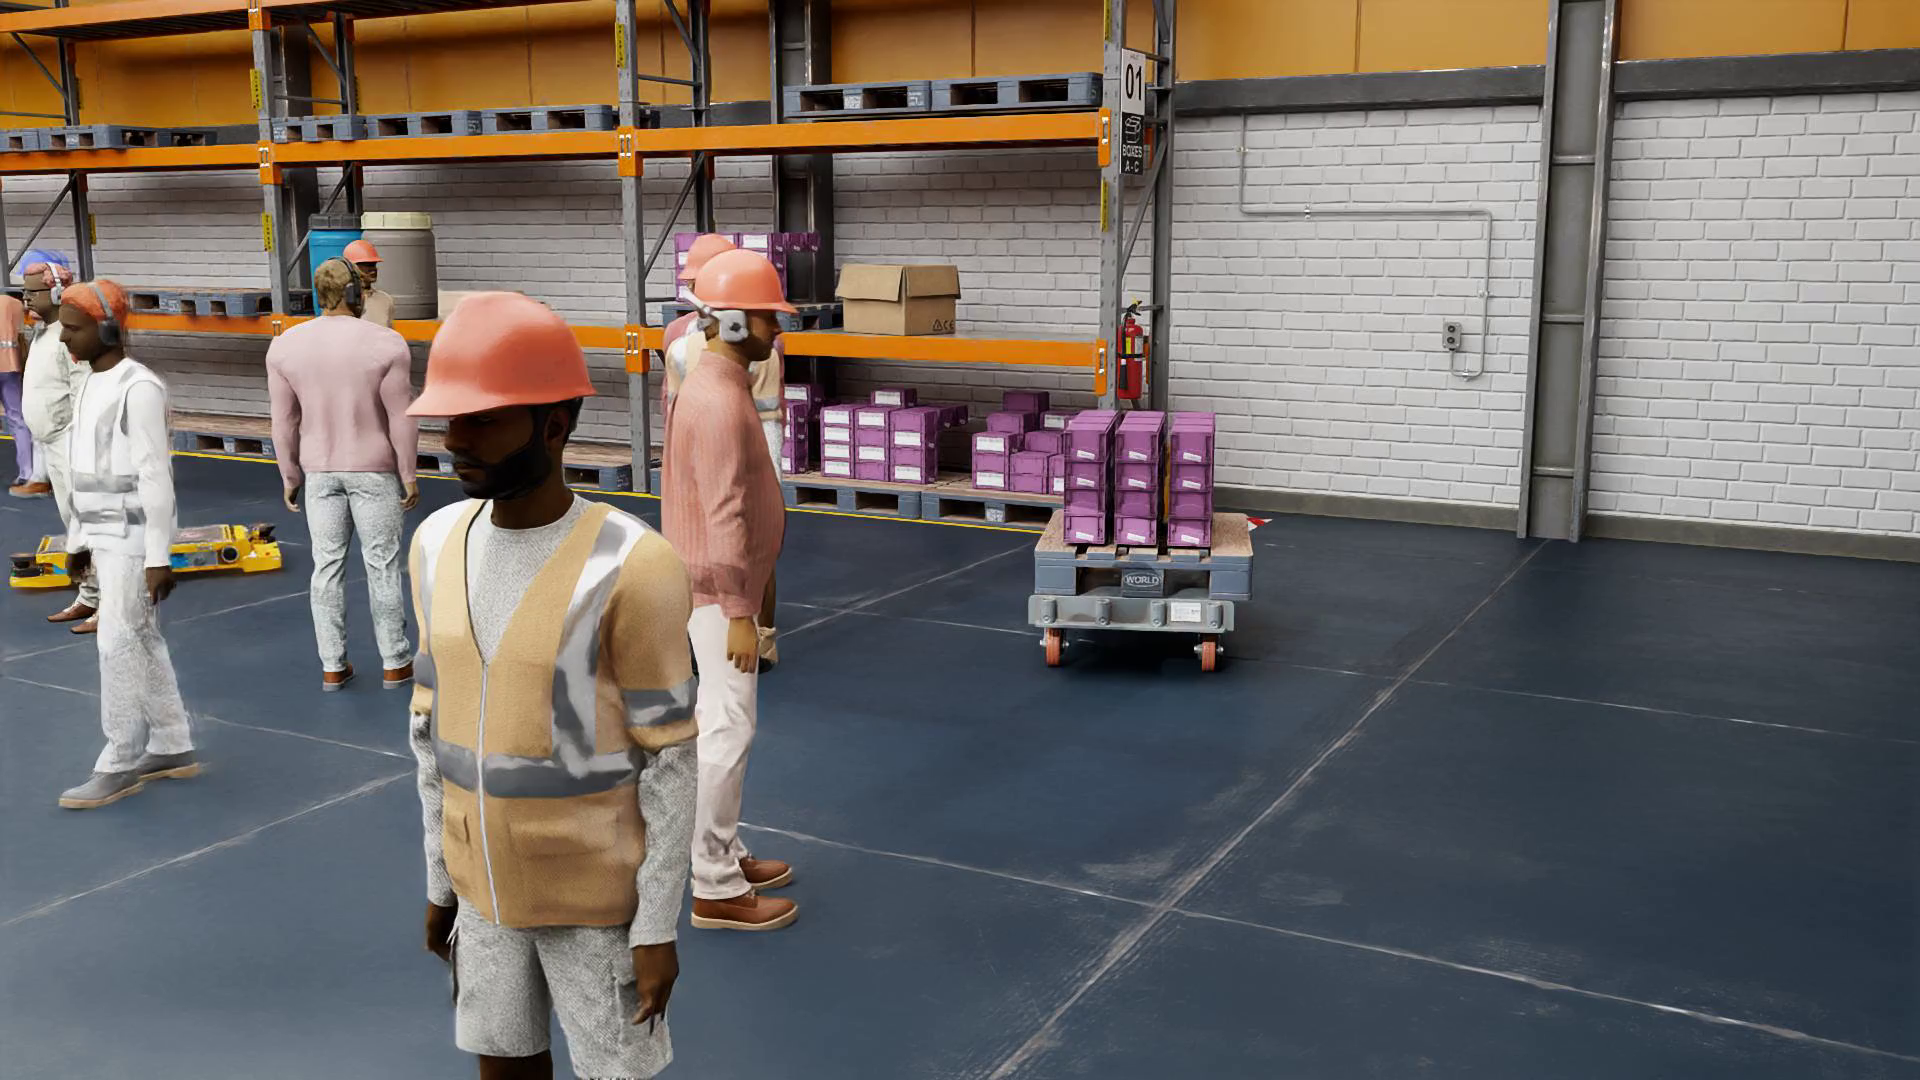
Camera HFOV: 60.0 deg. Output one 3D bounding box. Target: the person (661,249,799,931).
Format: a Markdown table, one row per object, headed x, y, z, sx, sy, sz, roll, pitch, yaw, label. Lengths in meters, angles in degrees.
| x | y | z | sx | sy | sz | roll | pitch | yaw | label |
| --- | --- | --- | --- | --- | --- | --- | --- | --- | --- |
| -0.667 | 0.147 | 4.916 | 0.413 | 1.988 | 0.628 | -2 | 10 | -10 | person |

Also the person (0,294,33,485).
| x | y | z | sx | sy | sz | roll | pitch | yaw | label |
| --- | --- | --- | --- | --- | --- | --- | --- | --- | --- |
| -7.735 | -1.309 | 13.321 | 0.381 | 1.836 | 0.568 | 7 | 13 | 35 | person |

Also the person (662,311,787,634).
| x | y | z | sx | sy | sz | roll | pitch | yaw | label |
| --- | --- | --- | --- | --- | --- | --- | --- | --- | --- |
| -1.196 | -0.474 | 8.474 | 0.640 | 1.933 | 0.370 | 1 | 10 | 7 | person |

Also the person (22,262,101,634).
| x | y | z | sx | sy | sz | roll | pitch | yaw | label |
| --- | --- | --- | --- | --- | --- | --- | --- | --- | --- |
| -4.586 | -0.471 | 8.566 | 0.394 | 1.899 | 0.642 | -10 | 14 | -43 | person |

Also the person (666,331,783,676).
| x | y | z | sx | sy | sz | roll | pitch | yaw | label |
| --- | --- | --- | --- | --- | --- | --- | --- | --- | --- |
| -1.058 | -0.313 | 7.627 | 0.550 | 1.923 | 0.391 | 3 | 11 | 14 | person |

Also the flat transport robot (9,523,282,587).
| x | y | z | sx | sy | sz | roll | pitch | yaw | label |
| --- | --- | --- | --- | --- | --- | --- | --- | --- | --- |
| -4.867 | 0.080 | 9.990 | 1.431 | 0.197 | 0.652 | -5 | 11 | -24 | flat transport robot |

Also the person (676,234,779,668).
| x | y | z | sx | sy | sz | roll | pitch | yaw | label |
| --- | --- | --- | --- | --- | --- | --- | --- | --- | --- |
| -1.096 | -0.386 | 7.725 | 0.417 | 2.035 | 0.603 | -9 | 14 | -42 | person |

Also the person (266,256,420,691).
| x | y | z | sx | sy | sz | roll | pitch | yaw | label |
| --- | --- | --- | --- | --- | --- | --- | --- | --- | --- |
| -2.722 | -0.283 | 7.417 | 0.628 | 1.936 | 0.377 | 0 | 10 | -2 | person |

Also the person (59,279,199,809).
| x | y | z | sx | sy | sz | roll | pitch | yaw | label |
| --- | --- | --- | --- | --- | --- | --- | --- | --- | --- |
| -3.049 | 0.011 | 5.976 | 0.466 | 1.881 | 0.631 | -10 | 14 | -43 | person |

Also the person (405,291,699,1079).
| x | y | z | sx | sy | sz | roll | pitch | yaw | label |
| --- | --- | --- | --- | --- | --- | --- | --- | --- | --- |
| -0.692 | 0.566 | 2.751 | 0.547 | 1.938 | 0.379 | 5 | 11 | 26 | person |

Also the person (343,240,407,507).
| x | y | z | sx | sy | sz | roll | pitch | yaw | label |
| --- | --- | --- | --- | --- | --- | --- | --- | --- | --- |
| -4.374 | -1.199 | 12.267 | 0.375 | 1.997 | 0.611 | 5 | 12 | 26 | person |
